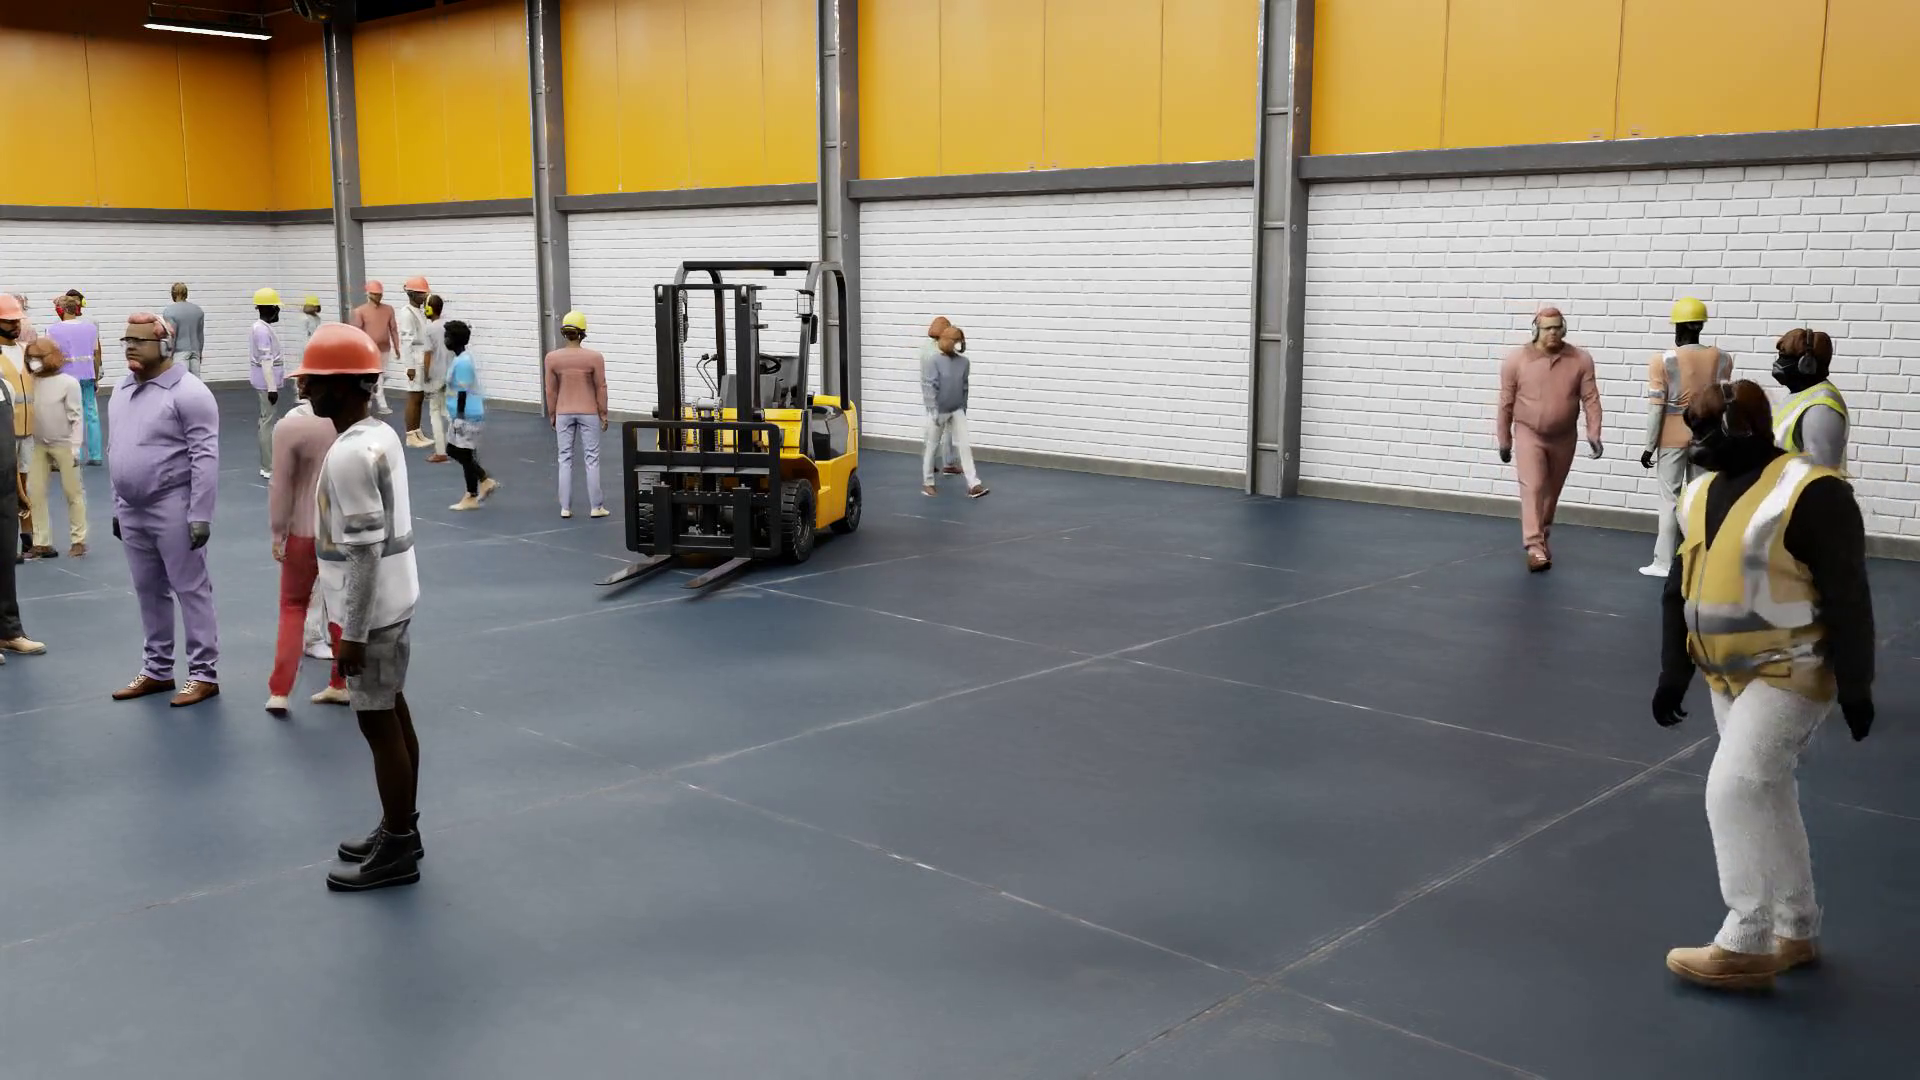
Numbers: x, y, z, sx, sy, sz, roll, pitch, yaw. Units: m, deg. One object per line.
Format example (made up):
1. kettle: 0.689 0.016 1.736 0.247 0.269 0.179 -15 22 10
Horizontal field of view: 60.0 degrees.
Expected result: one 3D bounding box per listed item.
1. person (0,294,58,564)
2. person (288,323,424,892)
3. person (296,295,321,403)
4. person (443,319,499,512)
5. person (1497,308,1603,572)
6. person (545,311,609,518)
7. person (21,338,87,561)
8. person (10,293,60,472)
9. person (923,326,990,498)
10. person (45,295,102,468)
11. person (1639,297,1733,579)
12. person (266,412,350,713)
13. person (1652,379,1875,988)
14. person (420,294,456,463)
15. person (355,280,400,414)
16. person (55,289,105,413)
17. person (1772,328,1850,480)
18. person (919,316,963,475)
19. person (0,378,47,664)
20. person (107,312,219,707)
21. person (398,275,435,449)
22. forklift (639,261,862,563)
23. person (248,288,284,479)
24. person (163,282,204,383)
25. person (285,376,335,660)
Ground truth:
1. person: -6.840 -0.801 12.032 0.361 1.940 0.543 4 10 21
2. person: -2.053 0.233 5.697 0.376 1.939 0.547 -1 9 -9
3. person: -10.133 -2.991 26.185 0.905 1.689 0.510 3 10 15
4. person: -4.322 -1.080 14.512 0.375 1.686 0.532 -3 10 -19
5. person: 4.178 -0.721 11.832 0.638 1.849 1.028 0 9 3
6. person: -3.248 -1.058 14.140 0.525 1.769 0.309 0 9 0
7. person: -6.639 -0.651 12.112 0.536 1.612 0.597 1 9 6
8. person: -9.704 -1.611 17.236 0.689 1.864 0.694 3 10 18
9. person: -0.079 -1.162 15.318 0.518 1.591 0.856 -6 11 -33
10. person: -9.410 -1.674 17.696 0.390 1.839 0.564 5 10 27
11. person: 4.948 -0.689 11.376 0.587 1.929 0.360 -1 9 -9
12. person: -3.064 -0.023 7.955 0.370 1.719 0.617 9 13 44
13. person: 2.345 0.427 4.984 0.634 1.794 0.704 -1 9 -6
14. person: -5.625 -1.753 18.134 0.489 1.853 0.540 5 11 28
15. person: -8.624 -2.846 24.487 0.815 1.969 0.627 8 12 41
16. person: -10.885 -2.161 20.585 0.520 1.873 0.335 -4 10 -22
17. person: 3.942 -0.077 7.893 0.429 1.845 0.621 3 10 17
18. person: -0.196 -1.490 17.193 0.500 1.633 0.282 7 11 35
19. person: -5.241 -0.251 8.948 0.336 1.844 0.513 3 10 15
20. person: -3.911 -0.147 8.112 0.645 1.913 0.409 4 10 23
21. person: -6.410 -2.106 19.725 0.395 2.038 0.615 0 9 -1
22. forklift: -1.552 -1.040 12.721 1.214 2.155 2.313 2 9 11
23. person: -6.990 -1.581 16.852 0.367 1.927 0.584 -5 10 -26
24. person: -10.649 -2.562 22.834 0.373 1.940 0.628 4 10 22
25. person: -3.485 -0.177 9.122 0.309 1.641 0.515 2 10 13
